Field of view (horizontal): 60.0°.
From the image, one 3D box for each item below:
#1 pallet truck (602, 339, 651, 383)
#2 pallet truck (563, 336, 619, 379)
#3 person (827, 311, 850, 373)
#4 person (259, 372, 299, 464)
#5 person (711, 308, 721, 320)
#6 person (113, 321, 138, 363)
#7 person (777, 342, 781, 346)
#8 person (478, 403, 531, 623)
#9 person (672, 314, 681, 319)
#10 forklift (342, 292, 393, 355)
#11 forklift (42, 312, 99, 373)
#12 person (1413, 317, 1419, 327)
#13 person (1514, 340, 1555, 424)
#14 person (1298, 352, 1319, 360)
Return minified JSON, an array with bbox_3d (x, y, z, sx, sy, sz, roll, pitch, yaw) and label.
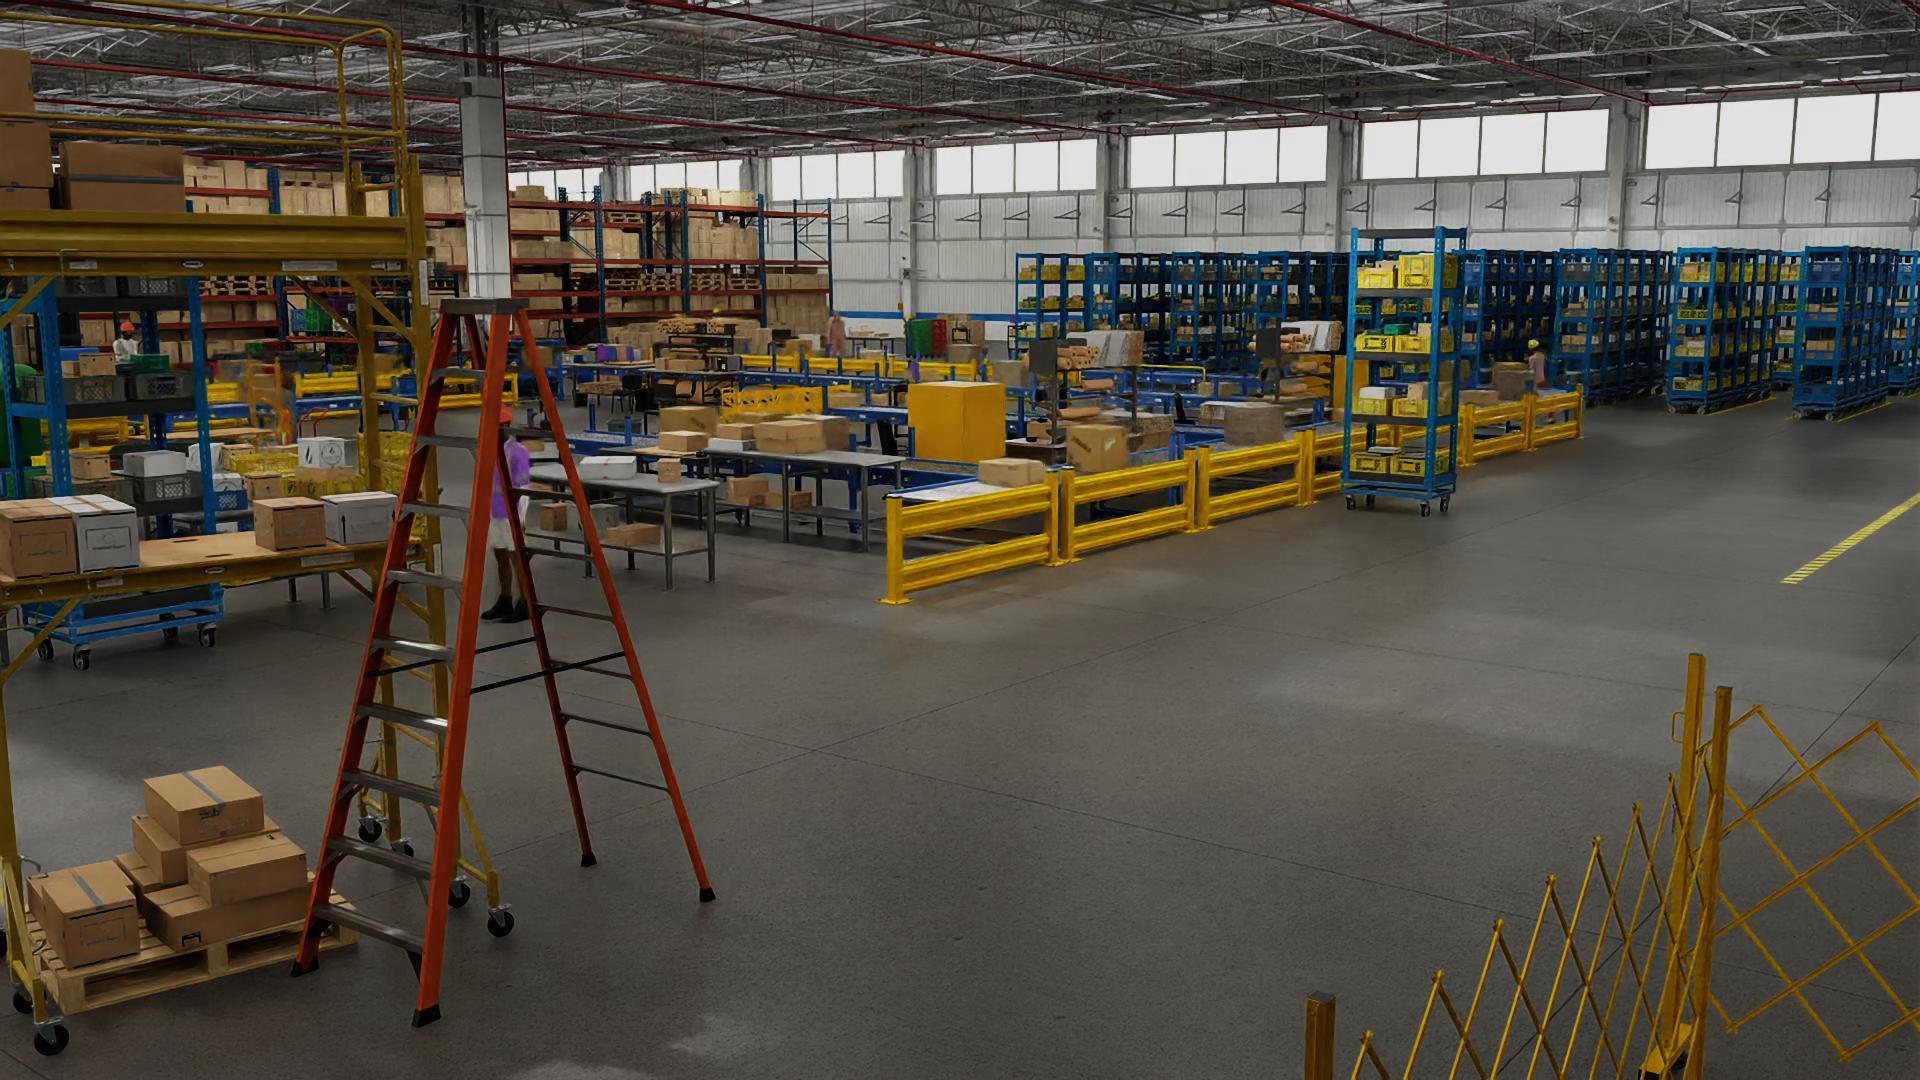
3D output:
[{"bbox_3d":[-8.991,-4.871,45.351,0.653,1.274,1.630,7,11,37],"label":"pallet truck"},{"bbox_3d":[-10.690,-5.294,48.215,1.601,1.201,0.680,-5,10,-26],"label":"pallet truck"},{"bbox_3d":[-3.702,-6.034,50.798,0.679,1.870,0.898,-6,11,-34],"label":"person"},{"bbox_3d":[-9.933,-1.657,24.326,0.608,1.605,0.489,-7,11,-35],"label":"person"},{"bbox_3d":[-9.055,-7.716,61.666,0.544,1.754,0.364,7,12,38],"label":"person"},{"bbox_3d":[-17.188,-3.491,34.413,0.369,2.048,0.607,2,9,14],"label":"person"},{"bbox_3d":[-7.870,-8.996,69.262,0.617,1.887,1.006,9,13,44],"label":"person"},{"bbox_3d":[-3.976,-0.239,14.462,0.551,1.932,0.378,7,12,39],"label":"person"},{"bbox_3d":[-8.711,-6.186,52.060,0.802,1.788,0.616,8,12,41],"label":"person"},{"bbox_3d":[-16.485,-5.622,45.120,1.129,2.768,1.873,7,11,37],"label":"forklift"},{"bbox_3d":[-23.779,-5.451,44.052,1.873,2.768,1.129,7,11,36],"label":"forklift"},{"bbox_3d":[12.935,-5.573,47.420,0.384,2.041,0.615,1,9,8],"label":"person"},{"bbox_3d":[11.716,-3.215,33.770,0.535,1.702,0.949,-5,11,-30],"label":"person"},{"bbox_3d":[8.259,-4.213,39.632,0.578,1.818,0.726,-6,11,-35],"label":"person"}]
